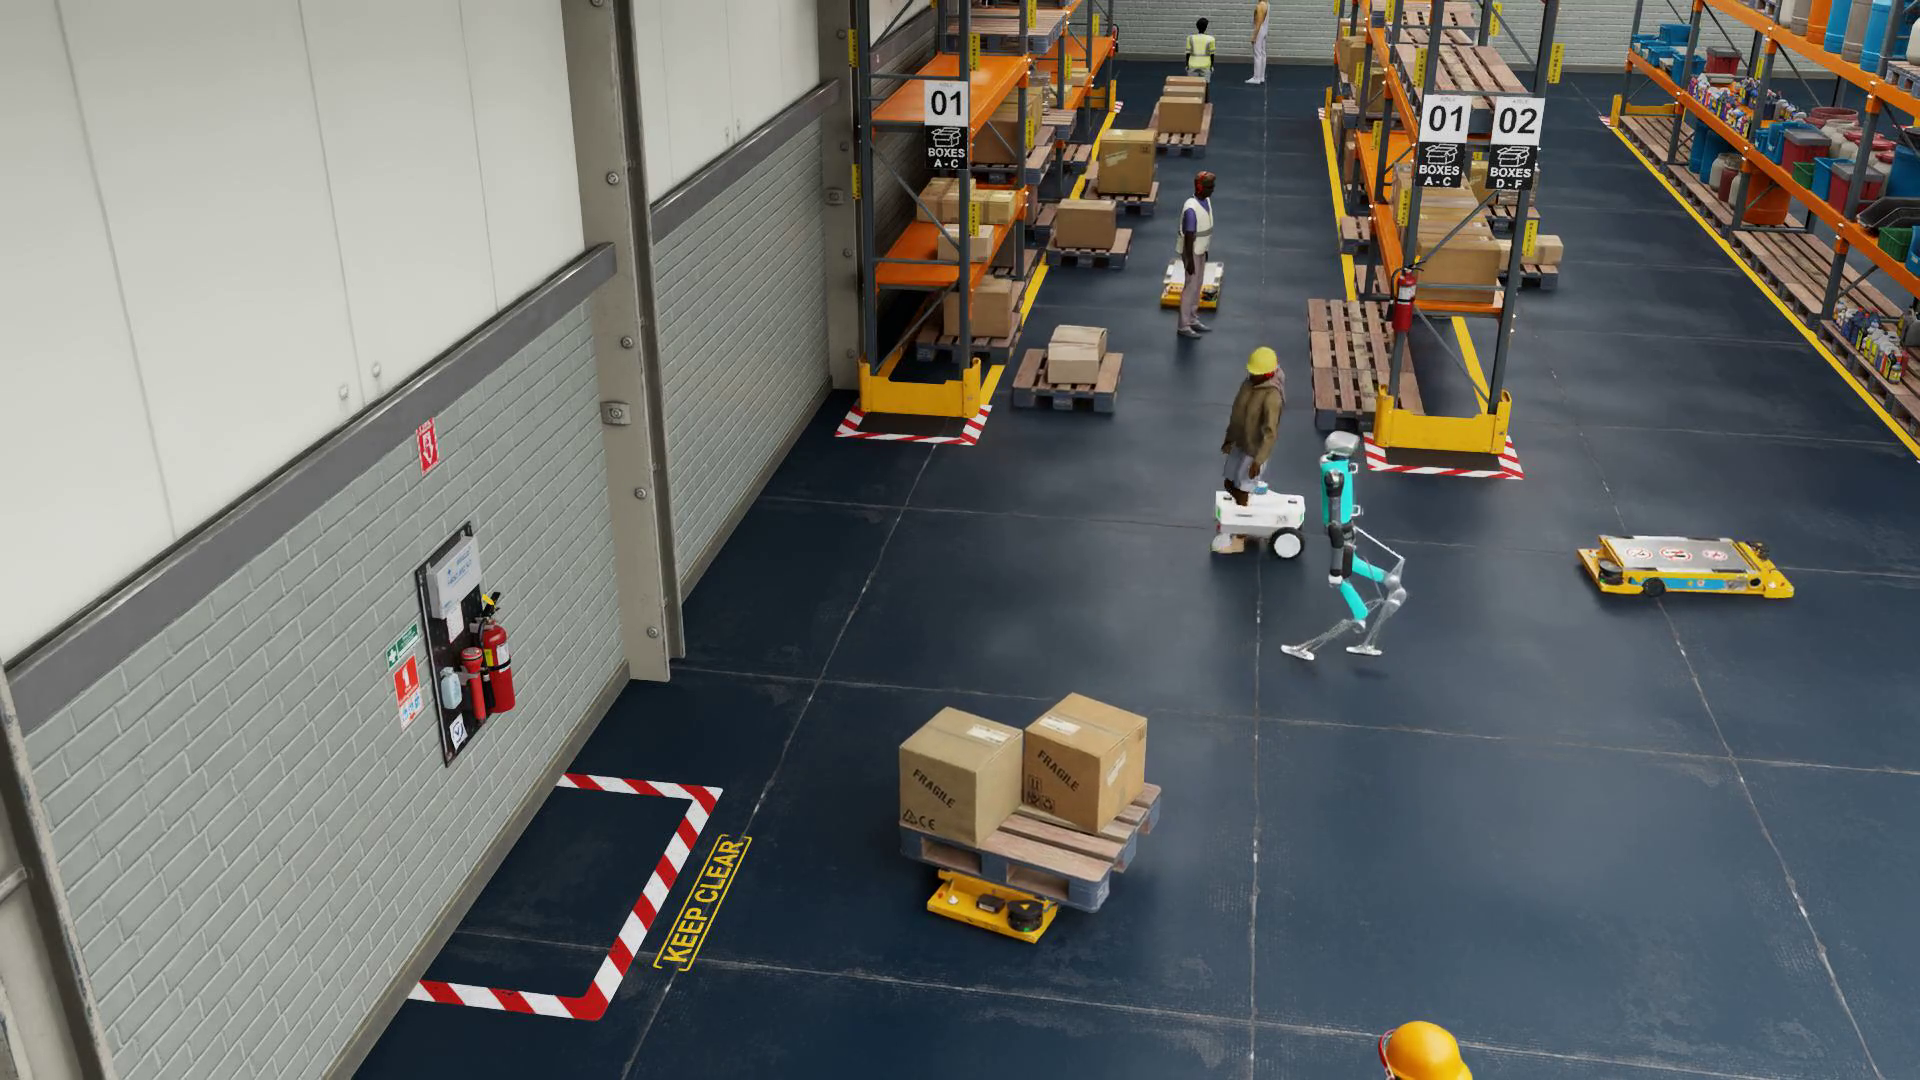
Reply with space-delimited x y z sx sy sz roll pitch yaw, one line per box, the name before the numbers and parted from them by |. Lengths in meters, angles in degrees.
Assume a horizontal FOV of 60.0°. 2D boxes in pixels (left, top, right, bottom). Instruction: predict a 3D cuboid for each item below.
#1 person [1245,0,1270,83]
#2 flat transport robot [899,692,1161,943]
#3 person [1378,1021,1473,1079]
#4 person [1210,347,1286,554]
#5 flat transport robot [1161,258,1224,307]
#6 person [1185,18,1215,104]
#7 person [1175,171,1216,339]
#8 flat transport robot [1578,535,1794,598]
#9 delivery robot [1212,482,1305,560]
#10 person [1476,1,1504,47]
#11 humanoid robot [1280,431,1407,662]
person | 5.881 -9.988 32.851 0.379 1.861 0.530 14 29 28
flat transport robot | 0.424 1.768 9.575 0.659 0.231 1.431 12 28 24
person | 1.580 2.515 6.069 0.380 1.890 0.563 19 31 35
person | 2.285 -0.715 13.173 0.519 1.738 0.575 -7 26 -16
flat transport robot | 2.802 -3.093 19.977 0.659 0.231 1.431 5 25 10
person | 4.300 -8.490 29.840 0.539 1.695 0.317 6 26 13
person | 2.564 -3.127 18.209 0.395 1.833 0.565 11 27 22
flat transport robot | 5.622 0.210 12.909 1.431 0.231 0.659 2 25 3
delivery robot | 2.430 -0.168 13.402 0.811 0.614 0.499 3 25 7
person | 10.021 -9.350 31.650 0.888 1.714 0.546 6 26 13
humanoid robot | 2.732 0.108 11.377 0.975 1.728 0.544 6 26 13
